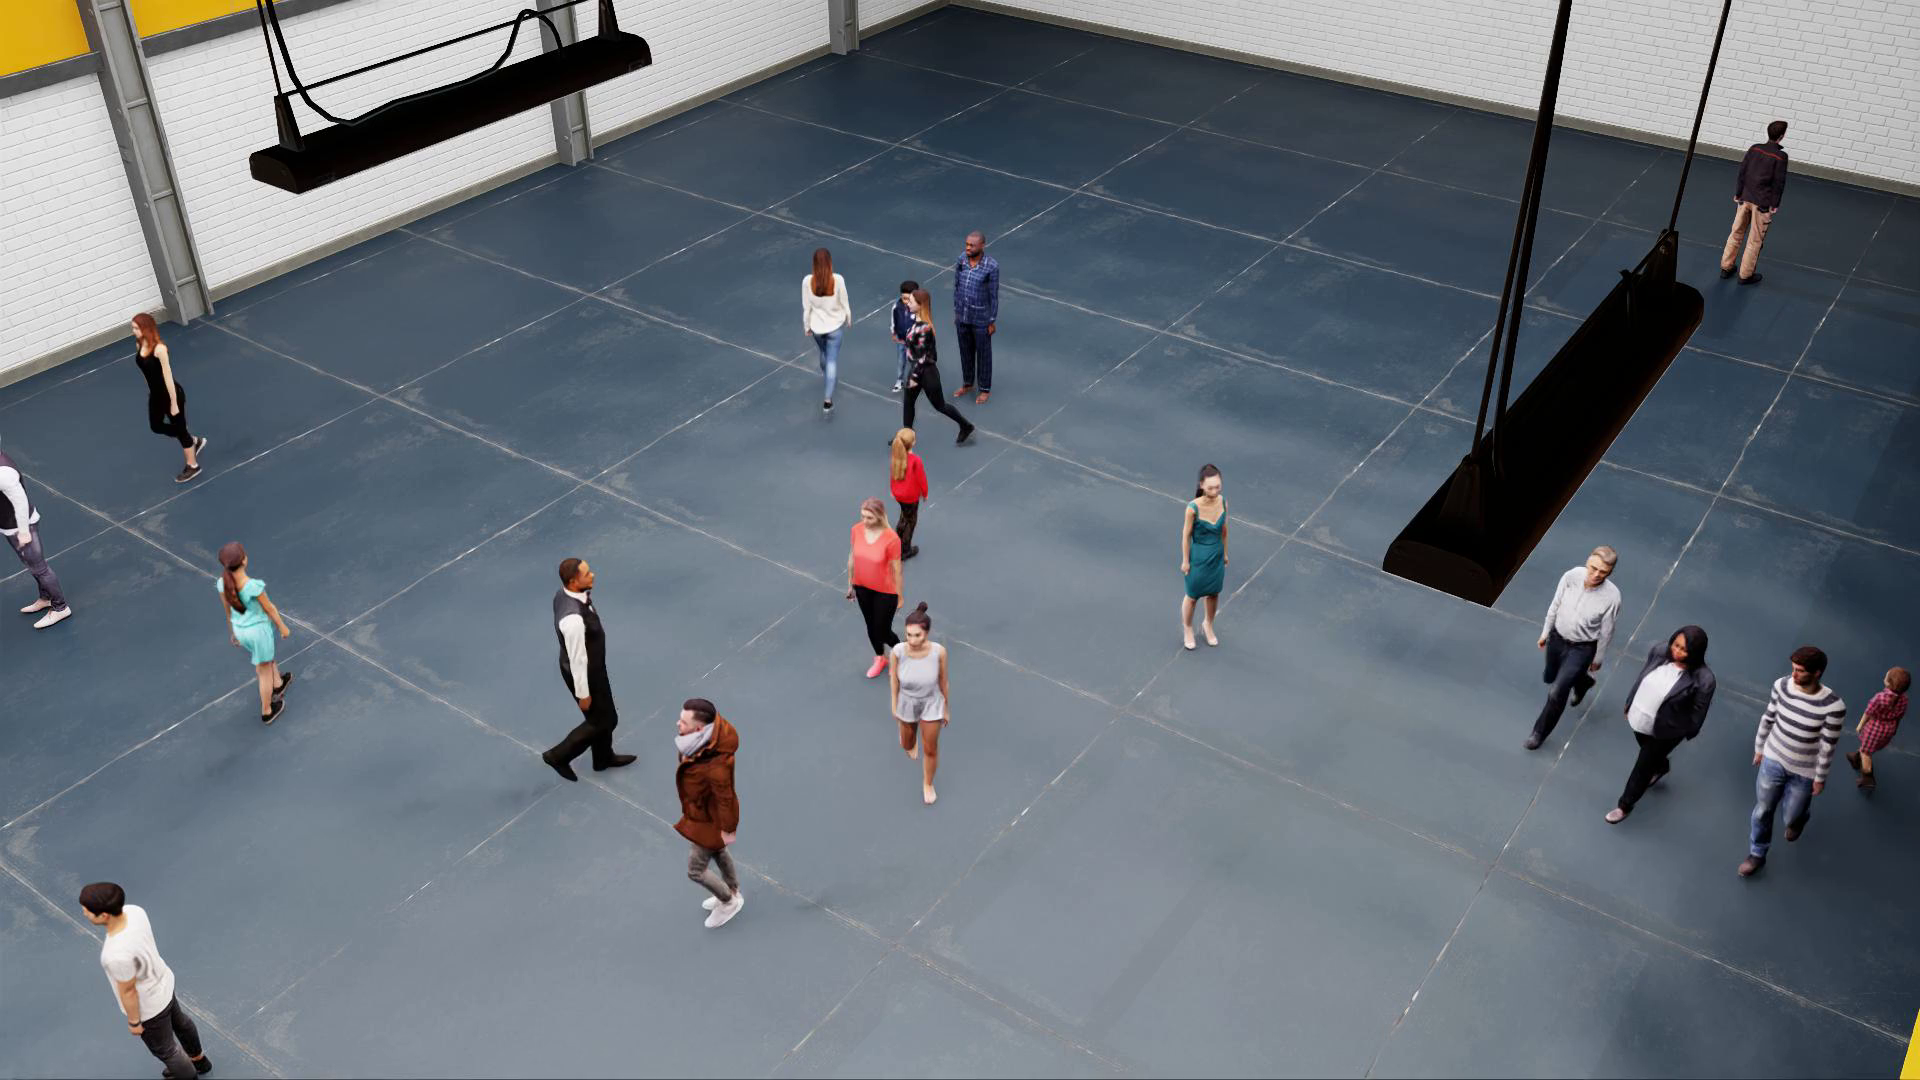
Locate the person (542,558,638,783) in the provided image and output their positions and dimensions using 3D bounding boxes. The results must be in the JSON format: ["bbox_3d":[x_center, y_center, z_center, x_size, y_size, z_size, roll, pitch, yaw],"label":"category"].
[{"bbox_3d":[-2.783,0.956,11.955,1.068,1.903,0.982,-10,35,-15],"label":"person"}]

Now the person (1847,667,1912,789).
[{"bbox_3d":[6.716,1.370,12.137,0.645,1.012,0.752,0,34,-1],"label":"person"}]

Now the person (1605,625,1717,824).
[{"bbox_3d":[5.017,1.246,11.824,1.148,1.565,0.950,-17,37,-24],"label":"person"}]

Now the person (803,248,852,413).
[{"bbox_3d":[-1.337,-2.088,16.761,0.942,1.653,1.191,5,34,7],"label":"person"}]

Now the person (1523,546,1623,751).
[{"bbox_3d":[4.610,0.745,12.372,1.112,1.794,0.867,-22,39,-29],"label":"person"}]

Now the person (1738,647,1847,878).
[{"bbox_3d":[5.673,1.470,11.252,0.981,1.825,0.807,-27,42,-34],"label":"person"}]

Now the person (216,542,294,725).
[{"bbox_3d":[-5.388,0.737,12.611,0.679,1.543,0.839,10,35,15],"label":"person"}]

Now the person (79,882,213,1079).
[{"bbox_3d":[-4.697,2.614,9.632,0.739,1.715,0.695,-8,34,-12],"label":"person"}]

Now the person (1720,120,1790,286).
[{"bbox_3d":[9.235,-3.927,19.283,0.716,1.924,0.774,-22,39,-29],"label":"person"}]

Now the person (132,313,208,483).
[{"bbox_3d":[-7.378,-1.379,15.637,0.600,1.716,0.714,18,38,25],"label":"person"}]

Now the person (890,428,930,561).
[{"bbox_3d":[-0.496,-0.377,14.531,0.502,1.272,0.507,24,41,32],"label":"person"}]

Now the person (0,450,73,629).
[{"bbox_3d":[-7.734,-0.120,13.646,0.663,1.823,0.743,-27,42,-34],"label":"person"}]

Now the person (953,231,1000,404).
[{"bbox_3d":[0.158,-2.284,16.901,0.666,1.825,0.600,20,38,27],"label":"person"}]

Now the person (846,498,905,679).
[{"bbox_3d":[-0.598,0.350,13.069,0.612,1.680,0.624,19,38,26],"label":"person"}]

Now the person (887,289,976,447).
[{"bbox_3d":[-0.256,-1.623,16.068,1.144,1.646,1.020,-10,35,-14],"label":"person"}]

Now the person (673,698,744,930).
[{"bbox_3d":[-1.538,1.758,10.820,0.918,1.824,0.876,-11,35,-16],"label":"person"}]

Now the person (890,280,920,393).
[{"bbox_3d":[-0.514,-2.144,17.246,0.673,1.209,0.782,8,34,12],"label":"person"}]

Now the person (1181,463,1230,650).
[{"bbox_3d":[1.964,0.142,13.374,0.574,1.689,0.675,-12,35,-18],"label":"person"}]

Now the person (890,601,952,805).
[{"bbox_3d":[-0.286,1.122,11.973,0.820,1.606,0.908,-2,34,-2],"label":"person"}]
